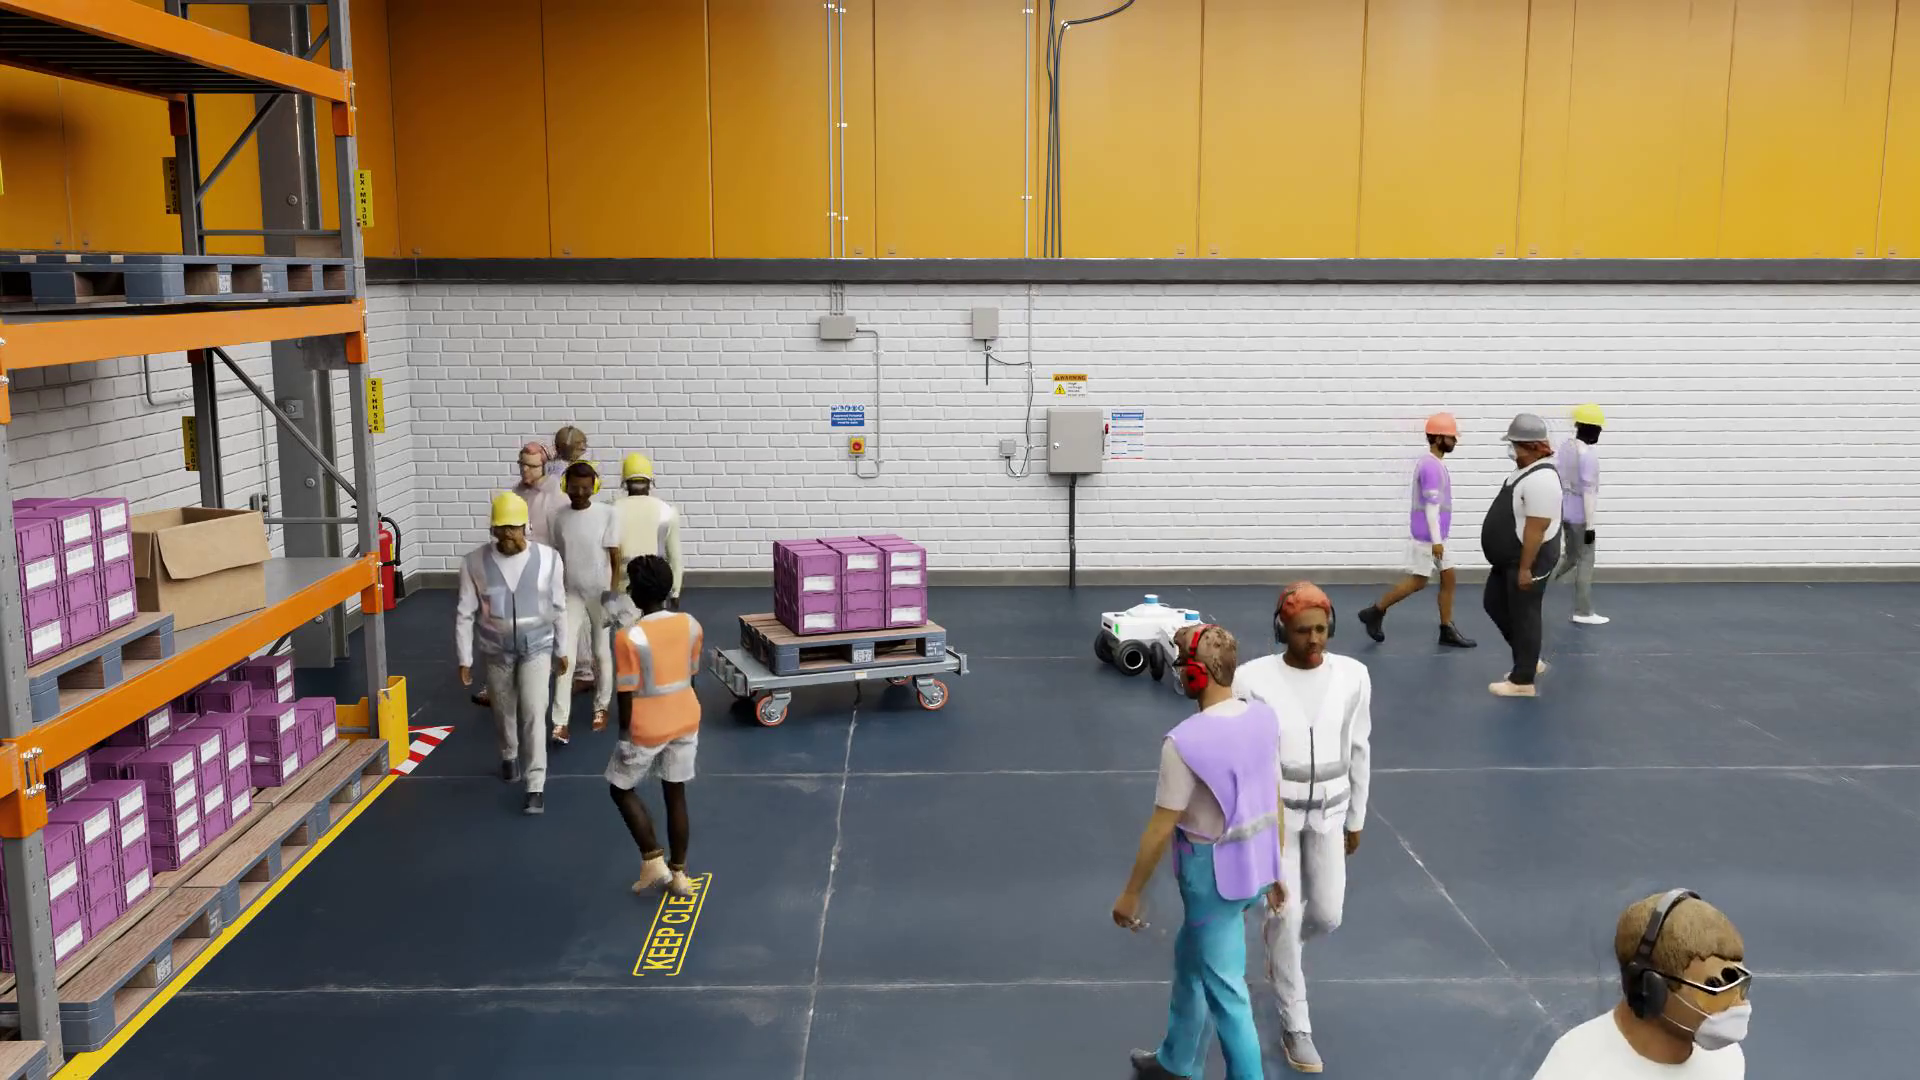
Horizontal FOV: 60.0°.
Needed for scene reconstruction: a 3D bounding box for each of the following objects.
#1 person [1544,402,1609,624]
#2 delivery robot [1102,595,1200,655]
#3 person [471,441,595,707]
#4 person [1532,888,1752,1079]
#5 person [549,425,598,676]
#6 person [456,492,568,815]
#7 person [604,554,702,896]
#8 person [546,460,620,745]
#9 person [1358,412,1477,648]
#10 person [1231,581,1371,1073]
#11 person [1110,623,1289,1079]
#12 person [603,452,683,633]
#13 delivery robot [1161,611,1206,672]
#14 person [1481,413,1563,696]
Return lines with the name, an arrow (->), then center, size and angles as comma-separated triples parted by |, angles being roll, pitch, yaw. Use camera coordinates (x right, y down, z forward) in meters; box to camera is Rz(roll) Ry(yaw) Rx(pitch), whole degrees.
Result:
person -> 5.223, -0.221, 14.161 | 0.636, 1.910, 0.606 | -1, 9, -5
delivery robot -> 1.449, 0.661, 12.631 | 0.707, 0.478, 0.477 | -3, 10, -15
person -> -2.922, 0.240, 11.538 | 0.644, 1.851, 0.977 | 5, 10, 28
person -> 1.281, 1.575, 3.269 | 0.636, 1.894, 1.033 | -5, 11, -30
person -> -2.915, 0.105, 12.239 | 0.638, 1.898, 0.633 | 9, 13, 43
person -> -2.564, 0.597, 9.551 | 0.613, 1.792, 0.929 | -2, 10, -14
person -> -1.461, 0.902, 8.002 | 0.370, 1.688, 0.534 | 8, 12, 41
person -> -2.420, 0.405, 10.652 | 0.483, 1.818, 0.938 | 0, 9, -2
person -> 3.699, -0.080, 13.339 | 0.858, 1.910, 0.549 | 4, 10, 24
person -> 1.295, 1.056, 6.488 | 0.573, 1.867, 0.679 | -1, 9, -7
person -> 0.802, 1.187, 5.858 | 0.847, 1.807, 0.590 | 8, 12, 39
person -> -2.201, 0.301, 11.369 | 0.595, 1.796, 0.915 | -2, 10, -15
delivery robot -> 1.675, 0.757, 12.043 | 0.477, 0.478, 0.707 | -1, 9, -3
person -> 3.964, 0.105, 11.778 | 0.535, 2.000, 0.703 | 2, 9, 9
